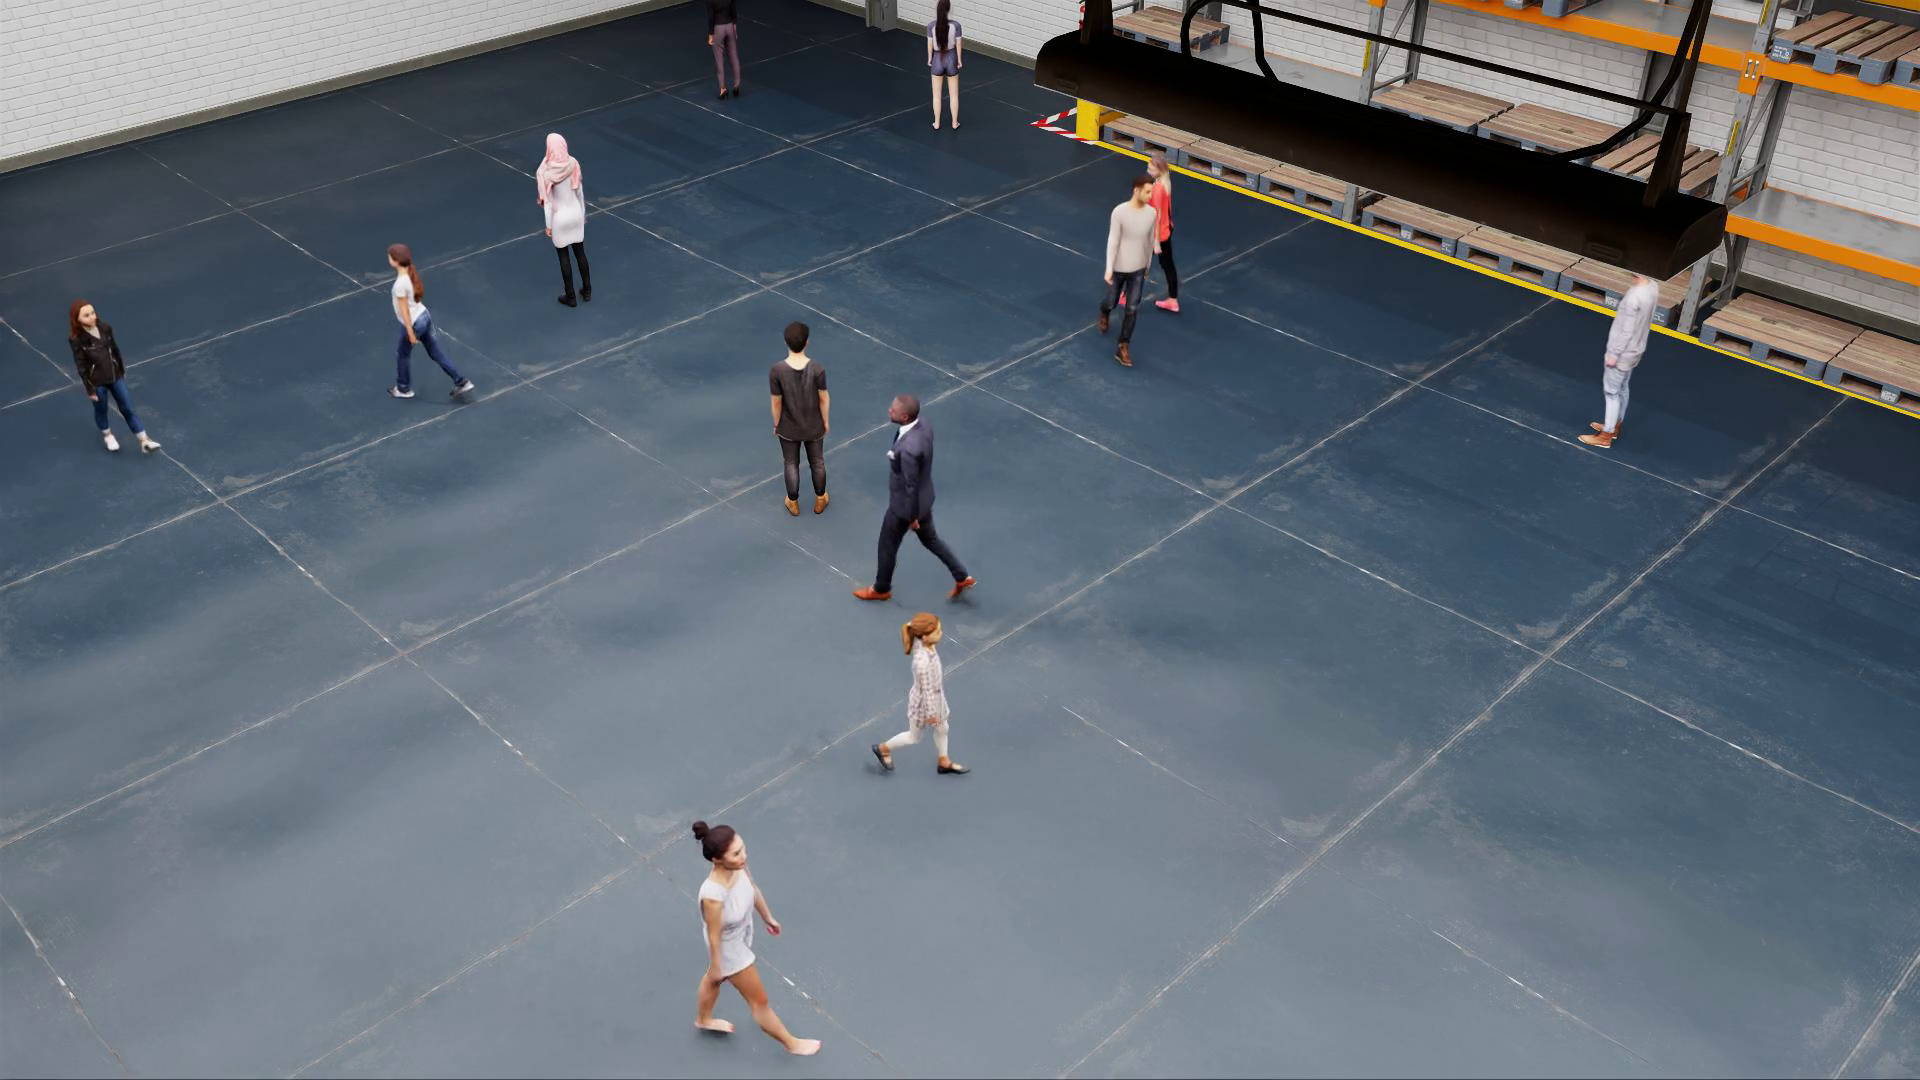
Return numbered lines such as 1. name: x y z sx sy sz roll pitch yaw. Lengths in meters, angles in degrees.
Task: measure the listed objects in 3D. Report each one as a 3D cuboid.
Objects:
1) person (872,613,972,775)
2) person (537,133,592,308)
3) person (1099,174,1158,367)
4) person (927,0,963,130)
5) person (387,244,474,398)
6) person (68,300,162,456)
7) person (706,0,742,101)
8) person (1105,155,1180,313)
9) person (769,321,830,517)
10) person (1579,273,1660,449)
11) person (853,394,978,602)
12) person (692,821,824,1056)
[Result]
1. person: -0.279 1.031 10.837 0.959 1.296 0.811 6 34 9
2. person: -3.980 -3.236 16.796 0.636 1.804 0.599 -26 42 -33
3. person: 1.565 -2.617 15.838 1.023 1.835 1.175 -6 34 -9
4. person: -0.193 -6.062 21.188 0.661 1.650 0.719 0 34 -1
5. person: -4.879 -1.957 15.123 1.133 1.526 0.929 7 34 10
6. person: -7.449 -1.409 14.372 0.961 1.446 0.673 22 39 29
7. person: -3.141 -6.705 22.141 0.625 1.666 0.569 -22 40 -30
8. person: 2.049 -3.013 16.593 1.114 1.658 0.962 13 36 19
9. person: -1.289 -0.976 13.475 0.709 1.717 0.750 -3 34 -5
10. person: 5.770 -1.664 14.402 0.583 1.838 0.697 25 41 32
11. person: -0.281 -0.279 12.352 1.283 1.799 1.064 9 35 13
12. person: -1.309 2.132 8.924 1.082 1.578 0.929 6 34 8
